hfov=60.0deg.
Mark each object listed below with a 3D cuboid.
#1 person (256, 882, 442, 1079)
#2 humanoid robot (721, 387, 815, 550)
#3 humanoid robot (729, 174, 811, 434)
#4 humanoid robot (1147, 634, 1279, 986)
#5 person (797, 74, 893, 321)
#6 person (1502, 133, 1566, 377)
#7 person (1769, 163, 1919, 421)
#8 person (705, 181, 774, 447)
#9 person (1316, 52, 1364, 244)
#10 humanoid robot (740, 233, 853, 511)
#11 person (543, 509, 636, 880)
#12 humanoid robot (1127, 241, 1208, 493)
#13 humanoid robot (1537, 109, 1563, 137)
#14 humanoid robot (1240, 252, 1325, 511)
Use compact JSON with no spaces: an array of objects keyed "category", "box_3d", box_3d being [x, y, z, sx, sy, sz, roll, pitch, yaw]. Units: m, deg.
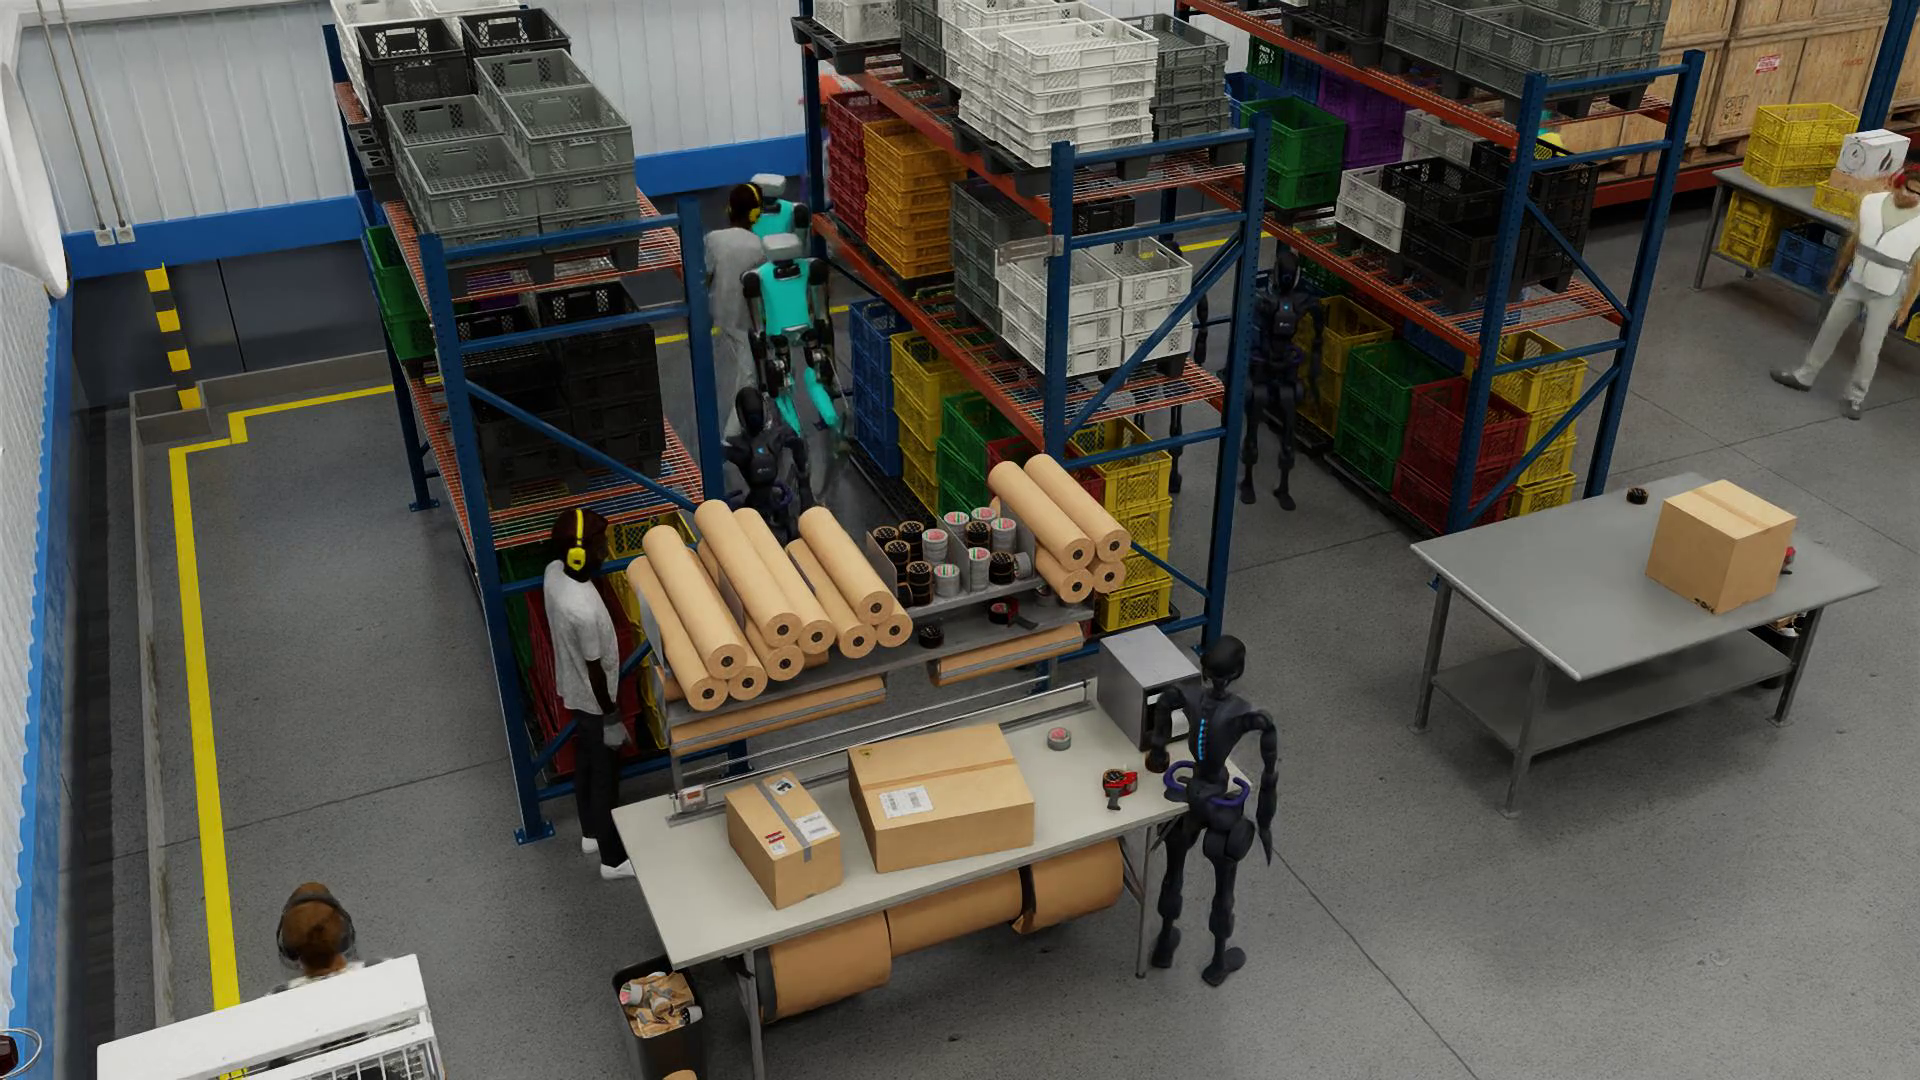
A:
[{"category":"person","box_3d":[-1.941,1.875,5.448,0.511,1.821,0.755,-11,33,-18]},{"category":"humanoid robot","box_3d":[-1.051,-0.113,8.824,0.594,1.642,0.553,-13,34,-19]},{"category":"humanoid robot","box_3d":[-1.251,-1.462,10.940,0.530,1.712,1.050,0,32,0]},{"category":"humanoid robot","box_3d":[1.007,1.097,6.831,0.599,1.657,0.315,18,36,26]},{"category":"person","box_3d":[-0.969,-2.486,12.380,1.083,1.986,0.617,-12,34,-19]},{"category":"person","box_3d":[4.021,-2.026,11.830,0.314,1.769,0.523,0,32,1]},{"category":"person","box_3d":[6.155,-1.742,11.330,0.402,1.808,0.799,-15,35,-23]},{"category":"person","box_3d":[-1.458,-1.376,10.727,0.508,1.824,0.754,17,35,25]},{"category":"person","box_3d":[3.117,-3.222,13.703,0.621,1.844,0.430,-18,36,-26]},{"category":"humanoid robot","box_3d":[-0.921,-0.907,10.050,0.541,1.778,0.822,-14,34,-22]},{"category":"person","box_3d":[-1.601,0.686,7.337,0.327,1.865,0.517,-16,35,-25]},{"category":"humanoid robot","box_3d":[1.241,-1.077,10.370,0.600,1.654,0.330,3,32,4]},{"category":"humanoid robot","box_3d":[4.375,-2.876,13.230,0.916,1.752,0.530,0,32,-1]},{"category":"humanoid robot","box_3d":[1.923,-0.971,10.191,0.613,1.654,0.340,0,32,0]}]
